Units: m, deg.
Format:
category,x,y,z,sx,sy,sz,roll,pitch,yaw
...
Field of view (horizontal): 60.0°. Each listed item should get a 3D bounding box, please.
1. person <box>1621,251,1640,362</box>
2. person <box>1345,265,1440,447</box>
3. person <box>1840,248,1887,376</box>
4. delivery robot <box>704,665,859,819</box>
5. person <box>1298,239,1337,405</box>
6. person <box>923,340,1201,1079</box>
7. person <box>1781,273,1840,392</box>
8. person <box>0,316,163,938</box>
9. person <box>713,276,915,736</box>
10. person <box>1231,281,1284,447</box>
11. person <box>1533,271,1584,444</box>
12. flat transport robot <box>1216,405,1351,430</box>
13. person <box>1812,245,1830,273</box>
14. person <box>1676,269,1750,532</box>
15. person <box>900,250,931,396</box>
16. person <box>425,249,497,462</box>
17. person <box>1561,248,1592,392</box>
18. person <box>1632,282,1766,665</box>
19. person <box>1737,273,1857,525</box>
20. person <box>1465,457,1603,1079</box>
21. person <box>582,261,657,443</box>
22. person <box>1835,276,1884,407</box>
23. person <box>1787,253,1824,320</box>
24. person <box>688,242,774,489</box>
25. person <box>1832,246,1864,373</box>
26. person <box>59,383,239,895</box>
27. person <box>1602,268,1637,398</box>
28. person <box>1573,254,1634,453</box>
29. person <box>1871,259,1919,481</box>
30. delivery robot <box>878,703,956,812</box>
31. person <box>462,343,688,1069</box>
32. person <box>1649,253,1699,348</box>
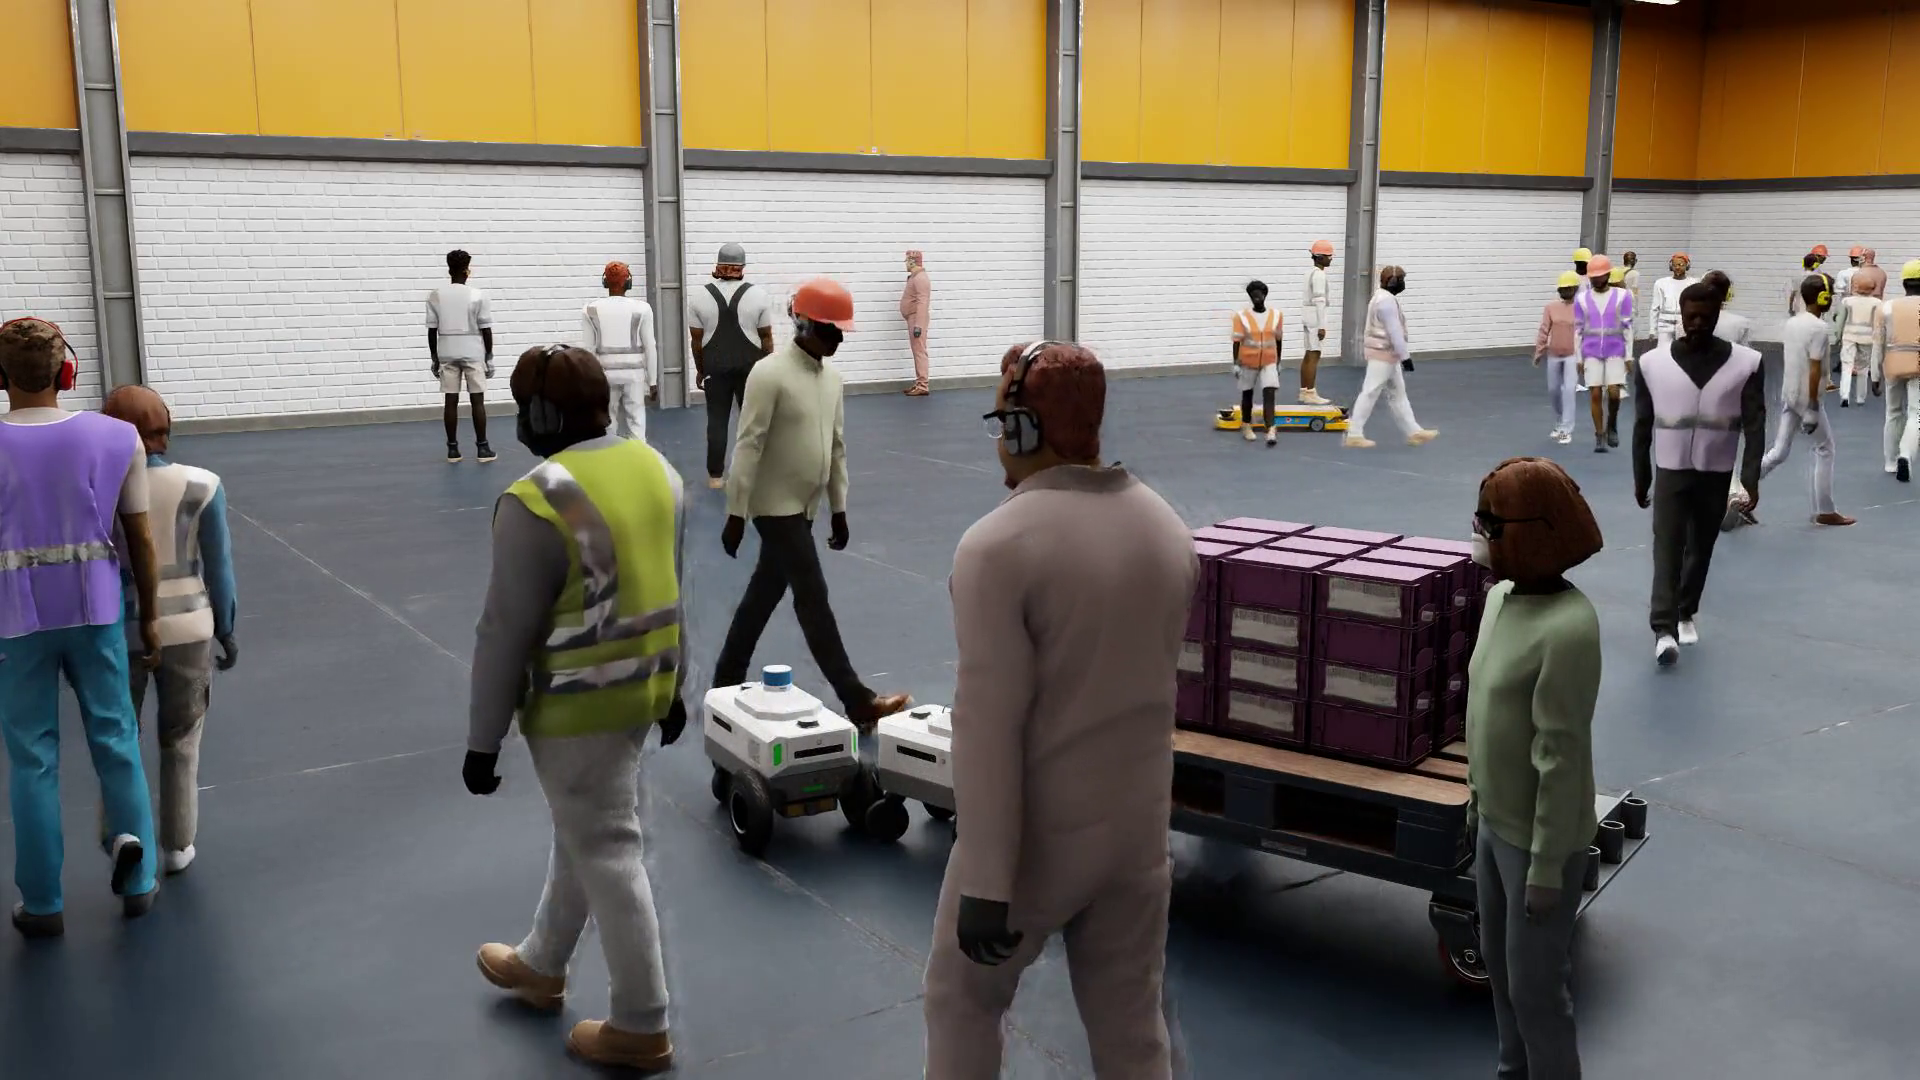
category,x,y,z,sx,sy,sz,roll,pitch,yaw
person,11.132,-3.897,27.814,0.341,1.839,0.501,-4,11,-22
person,4.268,-1.795,16.392,0.940,1.790,0.625,2,11,12
person,13.512,-3.404,24.908,0.652,1.904,0.403,-5,11,-25
delivery robot,-0.646,0.688,5.920,0.477,0.478,0.707,-6,12,-29
person,4.441,-2.692,20.622,0.395,2.042,0.611,0,10,-1
person,0.128,0.545,3.328,0.683,1.870,0.838,-9,14,-42
person,11.409,-2.760,22.225,0.836,1.589,0.519,-2,10,-9
person,-2.687,0.265,4.952,0.575,1.843,0.374,-8,13,-36
person,-0.673,-0.139,6.985,1.059,1.913,0.650,4,11,23
person,2.974,-1.771,16.654,0.543,1.638,0.905,0,10,-2
person,6.210,-1.880,17.035,0.562,1.745,0.724,10,14,43
flat transport robot,3.525,-1.339,18.070,1.431,0.197,0.652,1,10,6
person,14.854,-4.152,28.934,0.372,1.929,0.551,3,11,16
person,5.170,-0.925,11.452,0.531,1.857,0.530,0,10,-1
person,-0.589,-2.849,21.869,0.402,1.904,0.651,-1,10,-4
person,-4.601,-1.693,15.359,0.609,1.965,0.369,0,10,0
person,8.312,-2.954,22.375,0.369,1.925,0.594,9,14,41
person,3.618,-0.328,8.198,0.594,1.852,1.048,3,11,18
person,6.005,-0.999,11.943,0.942,1.833,0.532,-1,10,-6
person,1.197,0.631,3.557,0.280,1.624,0.493,0,10,-1
person,-2.709,-1.275,13.292,0.584,1.882,0.346,-1,10,-3
person,11.043,-2.439,20.448,0.519,1.605,0.826,6,12,30
person,13.199,-3.552,25.942,0.518,1.831,0.884,6,12,29
person,-1.874,-1.442,13.779,0.684,2.000,0.538,0,10,0
person,13.678,-3.529,25.501,0.551,1.935,0.371,2,10,9
person,-2.564,0.321,5.255,0.531,1.622,0.526,-4,11,-21
person,8.368,-2.635,21.288,0.886,1.673,0.496,-7,13,-35
person,6.192,-1.792,16.044,0.583,1.910,0.466,5,11,26
person,8.161,-1.467,14.328,0.589,1.895,0.885,7,13,35
delivery robot,0.053,0.740,5.634,0.707,0.478,0.477,9,14,41
person,-1.051,0.418,4.204,0.818,1.810,0.649,4,11,22
person,8.694,-2.540,20.228,0.584,1.882,0.347,5,11,25
